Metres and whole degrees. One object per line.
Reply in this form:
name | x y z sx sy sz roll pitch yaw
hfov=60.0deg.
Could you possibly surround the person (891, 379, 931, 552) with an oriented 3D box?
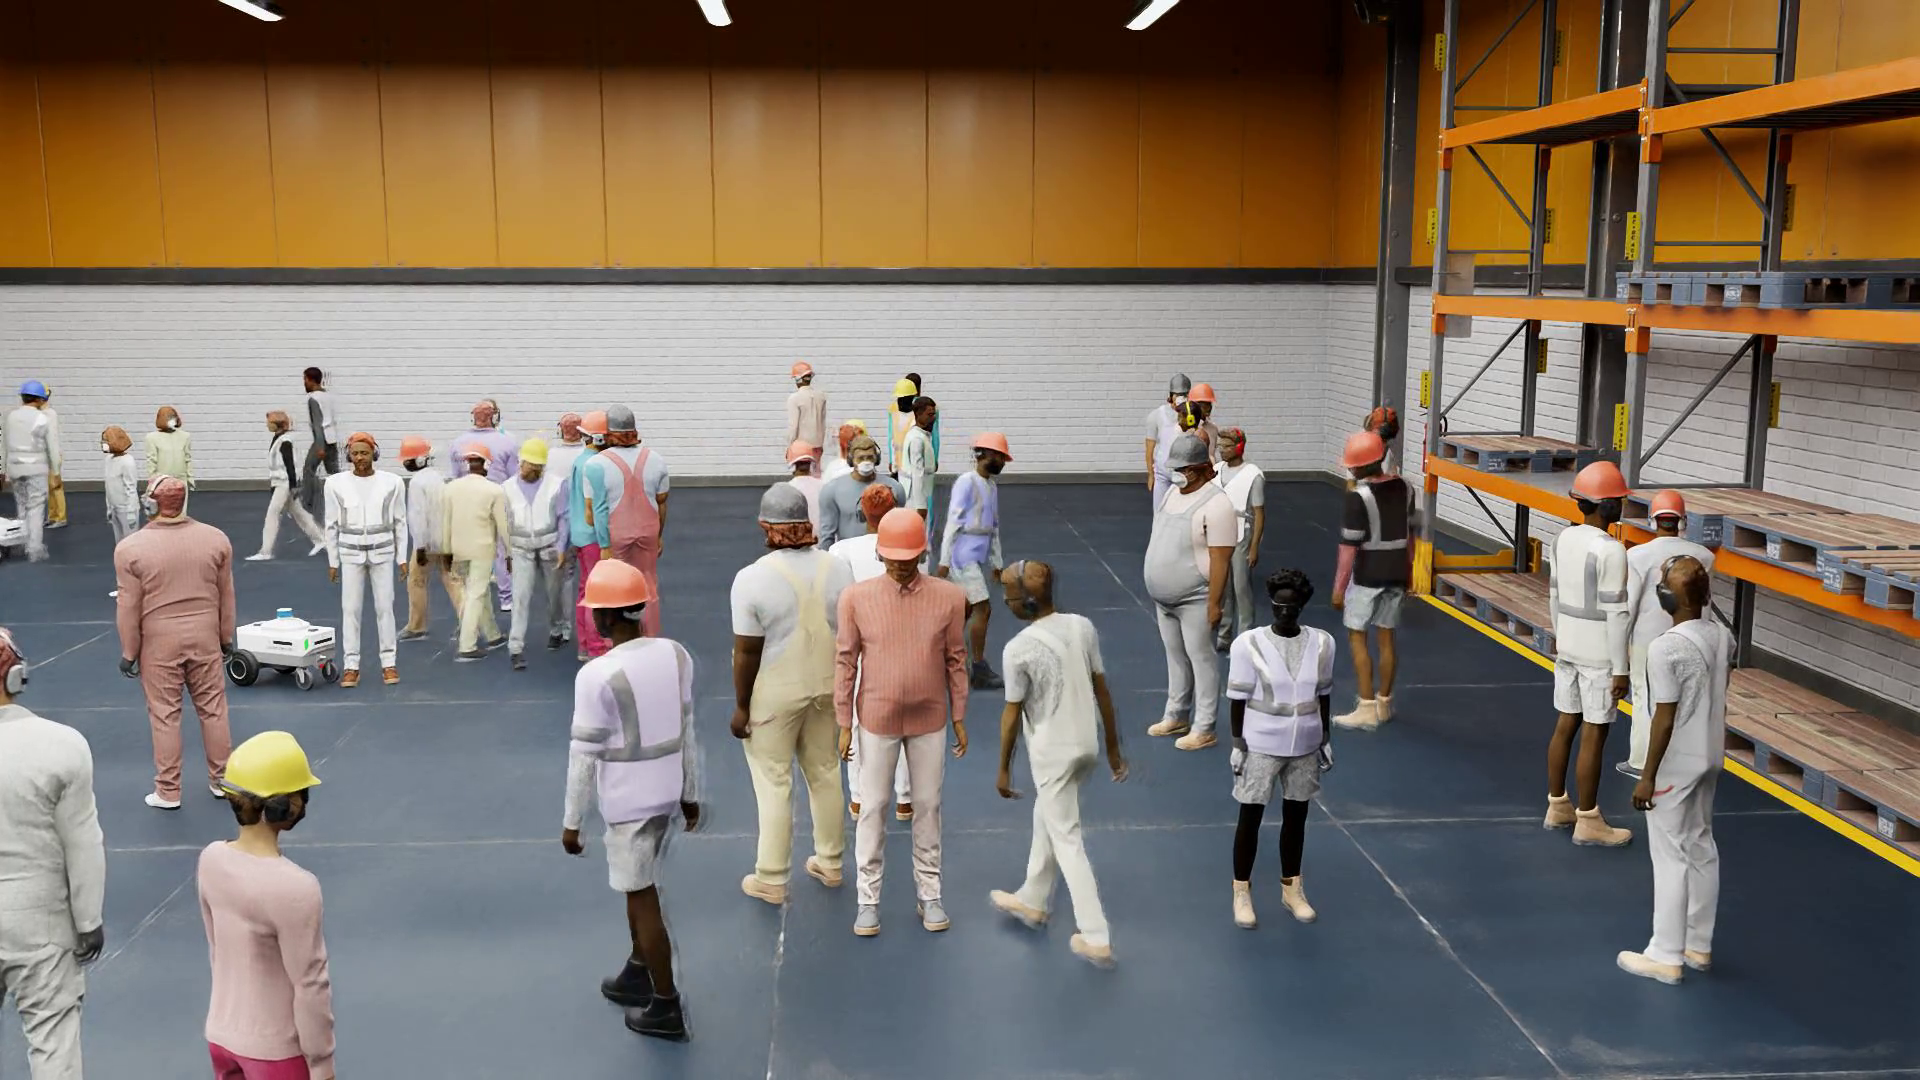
person | -0.553 -0.787 18.027 0.433 1.913 0.598 -7 11 -37

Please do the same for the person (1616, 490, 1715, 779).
person | 4.211 0.568 10.003 0.573 1.746 0.337 -1 9 -4

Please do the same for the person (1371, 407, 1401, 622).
person | 3.660 -0.213 14.490 0.352 1.883 0.579 0 9 0

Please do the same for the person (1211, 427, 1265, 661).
person | 2.175 0.023 13.135 0.373 1.840 0.570 -6 11 -31

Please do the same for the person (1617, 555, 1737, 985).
person | 3.085 0.978 7.137 0.507 1.842 0.339 -6 11 -32

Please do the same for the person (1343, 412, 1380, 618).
person | 3.581 -0.205 14.555 0.507 1.846 0.344 -6 11 -33

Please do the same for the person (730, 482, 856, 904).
person | -0.855 0.724 8.111 0.688 2.000 0.536 -7 12 -38

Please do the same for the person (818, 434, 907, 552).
person | -0.666 0.230 11.533 0.629 1.939 0.374 -3 10 -19

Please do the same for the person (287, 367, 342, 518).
person | -8.033 -1.200 20.664 0.865 1.879 0.613 0 9 -1

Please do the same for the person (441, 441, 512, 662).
person | -3.761 0.073 13.200 0.597 1.705 0.784 4 10 24

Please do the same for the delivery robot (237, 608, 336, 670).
delivery robot | -4.986 0.749 12.312 0.707 0.478 0.477 4 10 21

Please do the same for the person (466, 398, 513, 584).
person | -4.601 -0.508 16.498 0.544 1.832 0.642 2 9 14

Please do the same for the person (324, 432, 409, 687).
person | -4.368 0.141 12.269 0.575 1.882 0.361 -3 9 -17

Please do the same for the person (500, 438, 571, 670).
person | -3.330 0.077 13.068 0.573 1.757 0.968 -1 9 -7

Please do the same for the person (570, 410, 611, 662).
person | -2.806 -0.008 12.879 0.406 1.987 0.614 -4 10 -26

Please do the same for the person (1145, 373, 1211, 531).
person | 2.231 -0.675 16.895 0.679 2.000 0.537 -1 9 -4

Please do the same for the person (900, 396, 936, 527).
person | -0.386 -0.372 15.391 0.399 1.915 0.589 0 9 0

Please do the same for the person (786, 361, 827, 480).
person | -1.865 -1.159 20.087 0.382 1.993 0.609 7 12 38

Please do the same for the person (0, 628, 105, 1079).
person | -3.122 1.222 5.447 0.635 1.899 0.401 -2 9 -10

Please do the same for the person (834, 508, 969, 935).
person | -0.262 0.828 7.633 0.625 1.982 0.398 -2 9 -10

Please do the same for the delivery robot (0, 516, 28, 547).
delivery robot | -10.163 -0.072 17.453 0.477 0.478 0.707 2 9 14

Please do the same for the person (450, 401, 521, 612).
person | -4.245 -0.301 15.014 0.643 1.901 0.395 1 9 5

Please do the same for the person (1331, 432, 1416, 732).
person | 2.774 0.276 11.077 0.714 1.998 0.413 -5 11 -31

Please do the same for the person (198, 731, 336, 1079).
person | -1.937 1.406 4.723 0.528 1.758 0.342 6 11 35

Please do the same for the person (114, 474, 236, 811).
person | -4.454 0.574 9.461 0.638 1.913 0.409 -9 12 -43

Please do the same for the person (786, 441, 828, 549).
person | -1.247 0.077 13.124 0.583 1.732 0.570 -3 10 -18

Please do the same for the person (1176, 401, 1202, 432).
person | 2.155 -0.363 15.498 0.333 1.865 0.520 2 9 11

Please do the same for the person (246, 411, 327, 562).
person | -7.184 -0.590 17.742 0.858 1.600 0.525 -6 11 -32

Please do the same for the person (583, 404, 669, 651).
person | -2.630 -0.043 12.927 0.683 2.000 0.538 -6 11 -34

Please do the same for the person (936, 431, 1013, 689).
person | 0.135 0.151 12.225 0.712 1.875 0.629 3 10 19

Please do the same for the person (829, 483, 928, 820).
person | -0.448 0.623 9.234 0.583 1.882 0.337 0 9 3

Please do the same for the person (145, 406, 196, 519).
person | -8.452 -0.621 17.831 0.279 1.633 0.505 7 11 36

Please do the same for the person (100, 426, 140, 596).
person | -7.840 -0.256 15.577 0.492 1.625 0.280 8 12 41

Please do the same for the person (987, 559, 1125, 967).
person | 0.402 0.961 7.437 0.563 1.789 0.834 -9 13 -44

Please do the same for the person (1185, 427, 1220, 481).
person | 2.167 -0.210 15.232 0.517 1.641 0.308 -7 11 -37

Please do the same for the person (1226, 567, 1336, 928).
person | 1.491 0.955 7.731 0.537 1.697 0.320 -2 9 -12

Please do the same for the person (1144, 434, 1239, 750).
person | 1.444 0.313 10.692 0.535 2.000 0.679 -4 10 -26

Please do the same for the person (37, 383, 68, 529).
person | -10.930 -1.006 19.873 0.529 1.760 0.335 8 12 40

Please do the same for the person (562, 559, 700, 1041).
person | -1.353 1.021 6.649 0.726 1.907 0.568 6 11 33

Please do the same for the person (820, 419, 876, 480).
person | -0.887 -0.101 13.953 0.586 1.831 0.403 7 11 38

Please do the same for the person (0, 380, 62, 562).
person | -9.864 -0.734 17.683 0.639 1.940 0.537 1 9 4

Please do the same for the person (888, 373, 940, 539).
person | -0.524 -0.945 18.986 0.591 1.914 0.386 -1 9 -7

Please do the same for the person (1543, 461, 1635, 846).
person | 3.374 0.600 8.873 0.365 2.048 0.608 -2 9 -13

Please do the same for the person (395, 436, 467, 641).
person | -4.348 0.007 13.653 0.716 1.718 0.617 2 9 12

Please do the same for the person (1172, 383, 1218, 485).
person | 2.279 -0.513 16.015 0.610 1.997 0.380 -8 12 -42
